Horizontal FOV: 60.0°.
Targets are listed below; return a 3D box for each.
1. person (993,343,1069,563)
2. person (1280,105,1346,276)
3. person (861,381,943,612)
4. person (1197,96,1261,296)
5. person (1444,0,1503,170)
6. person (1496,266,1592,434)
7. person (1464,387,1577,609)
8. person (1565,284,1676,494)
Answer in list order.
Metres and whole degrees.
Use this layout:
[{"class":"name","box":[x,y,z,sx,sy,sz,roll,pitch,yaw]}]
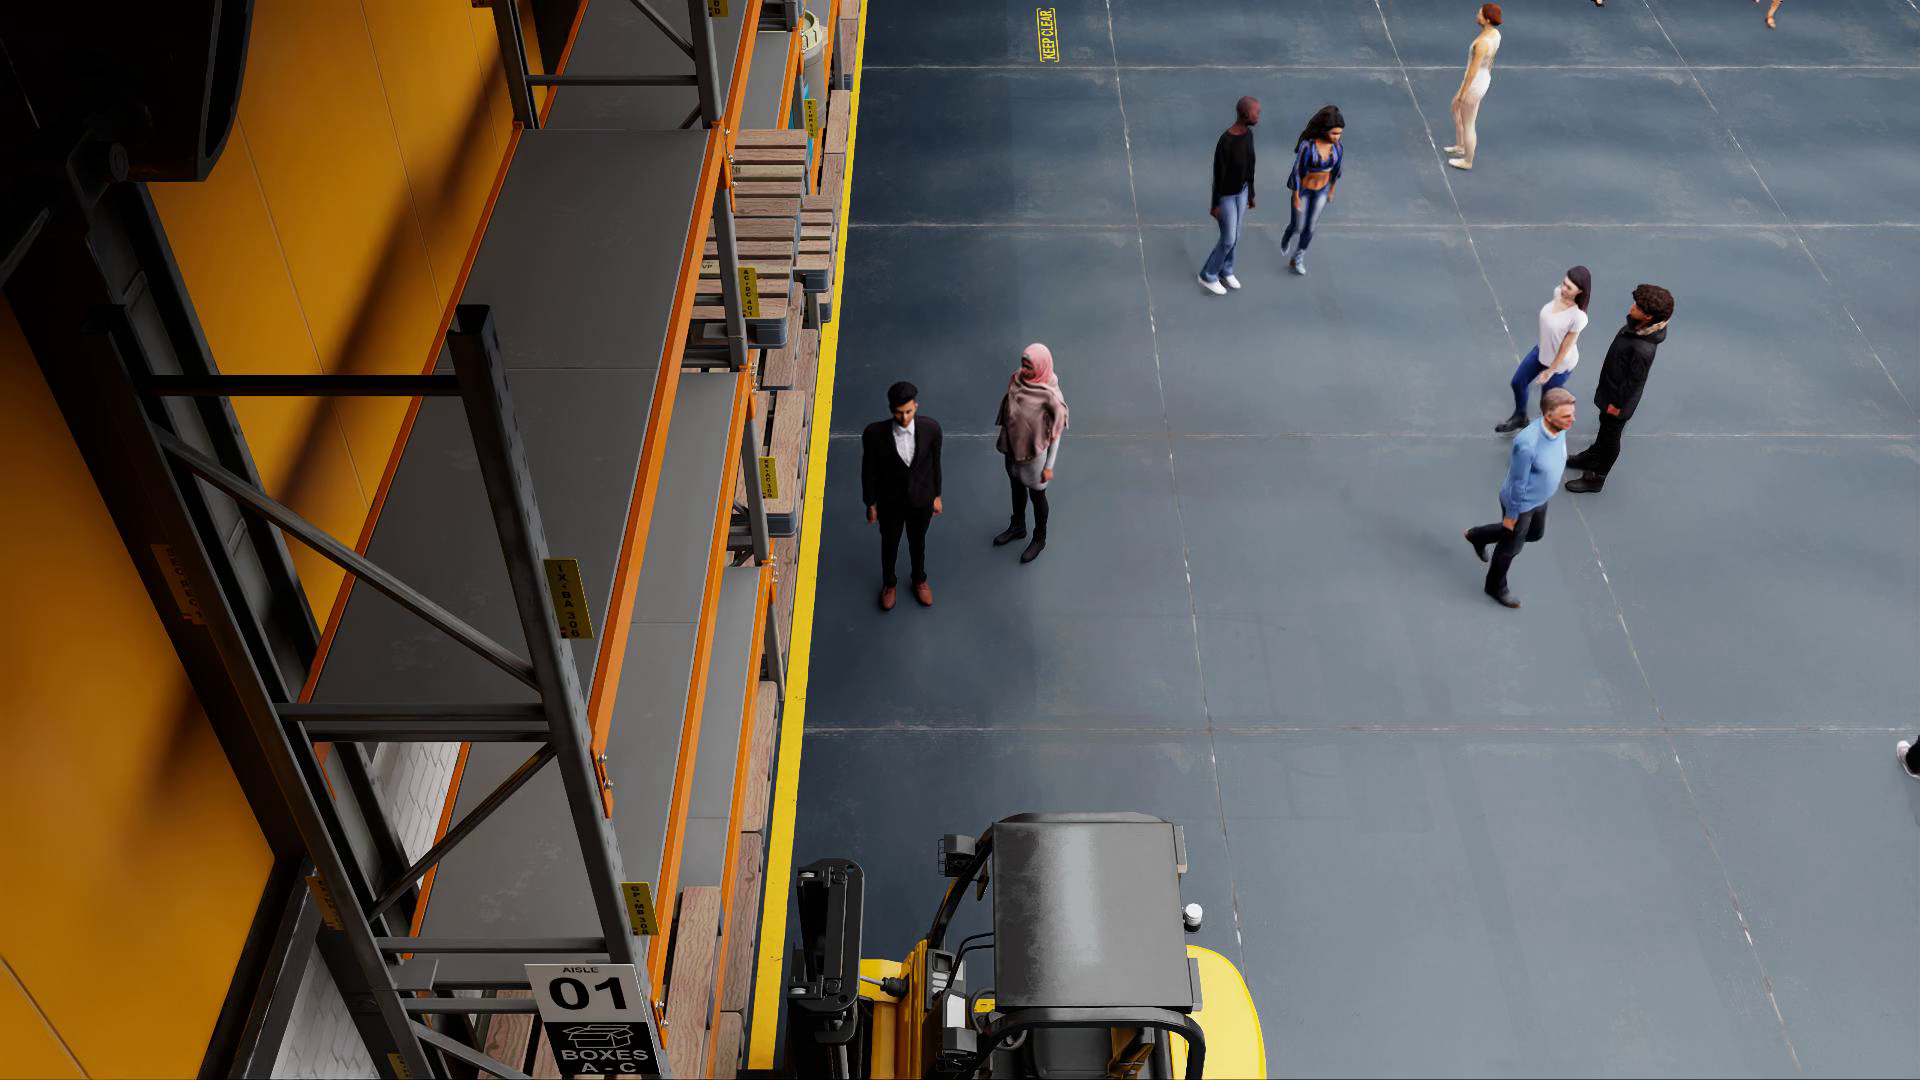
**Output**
[{"class":"person","box":[0.485,-0.620,11.584,0.736,1.804,0.794,34,53,30]},{"class":"person","box":[2.972,-3.012,14.237,0.701,1.609,0.748,-7,44,-7]},{"class":"person","box":[-0.375,-0.312,11.203,0.738,1.884,0.620,-8,44,-8]},{"class":"person","box":[2.255,-2.948,14.089,0.740,1.721,0.812,-30,51,-28]},{"class":"person","box":[4.869,-4.188,15.454,0.758,1.632,0.675,22,48,22]},{"class":"person","box":[4.519,-1.345,12.445,0.727,1.666,0.624,-7,44,-8]},{"class":"person","box":[3.775,-0.346,11.298,0.921,1.802,0.993,-30,51,-28]},{"class":"person","box":[4.823,-1.108,12.114,0.727,1.781,0.607,8,44,9]}]
